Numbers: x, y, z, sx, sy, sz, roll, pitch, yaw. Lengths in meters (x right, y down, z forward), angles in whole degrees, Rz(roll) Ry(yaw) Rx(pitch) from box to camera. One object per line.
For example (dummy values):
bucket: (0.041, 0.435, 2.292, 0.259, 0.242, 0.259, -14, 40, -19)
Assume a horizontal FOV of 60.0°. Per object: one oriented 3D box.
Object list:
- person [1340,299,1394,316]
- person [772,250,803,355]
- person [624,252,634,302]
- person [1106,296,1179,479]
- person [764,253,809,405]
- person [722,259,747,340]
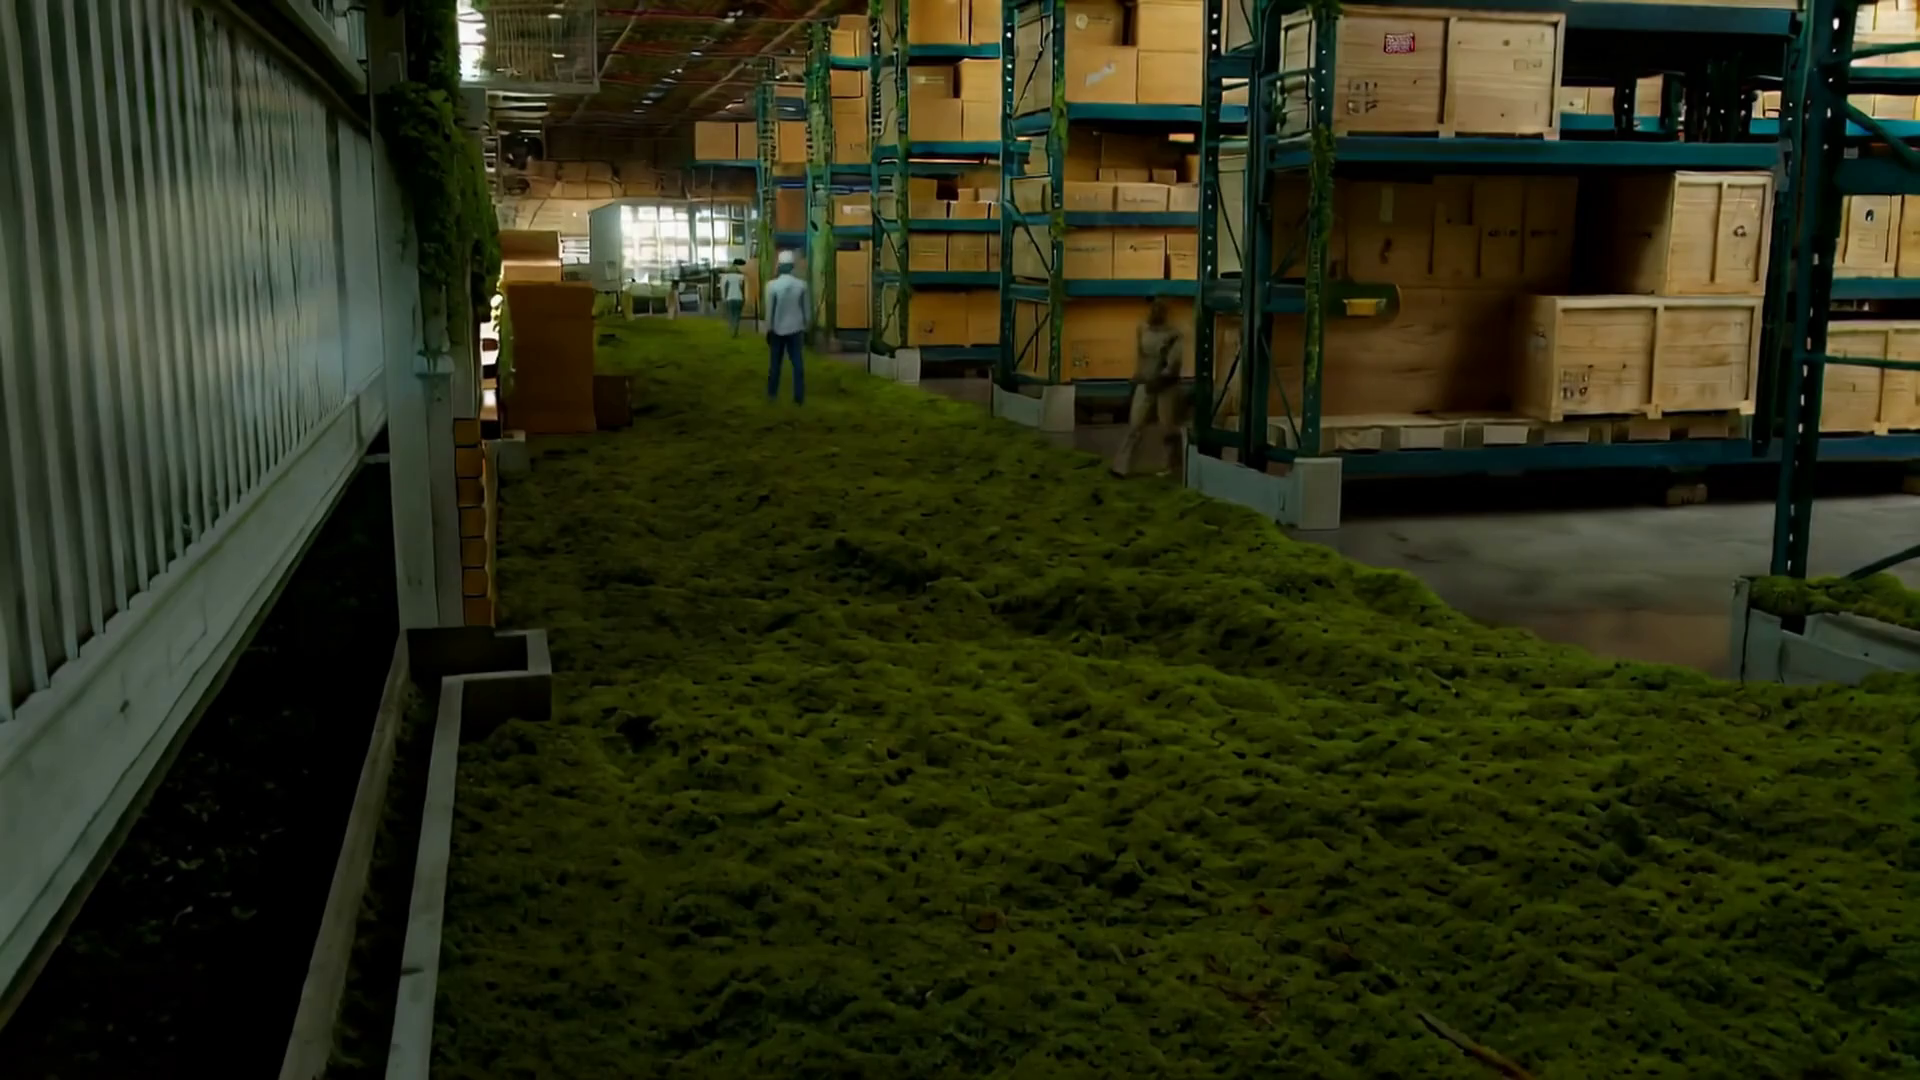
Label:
person: (4.504, -2.121, 18.338, 0.623, 1.840, 0.430, 8, 13, 40)
person: (-3.215, -4.423, 31.031, 0.621, 1.958, 0.635, -3, 10, -15)
person: (-11.831, -9.530, 60.353, 0.841, 1.805, 0.602, -4, 11, -24)
person: (1.632, -1.296, 14.338, 0.530, 1.589, 0.854, 9, 13, 41)
person: (-2.247, -2.723, 21.468, 0.648, 1.932, 1.064, -5, 11, -24)
person: (-4.925, -5.233, 36.202, 0.557, 1.739, 0.714, -3, 10, -17)
